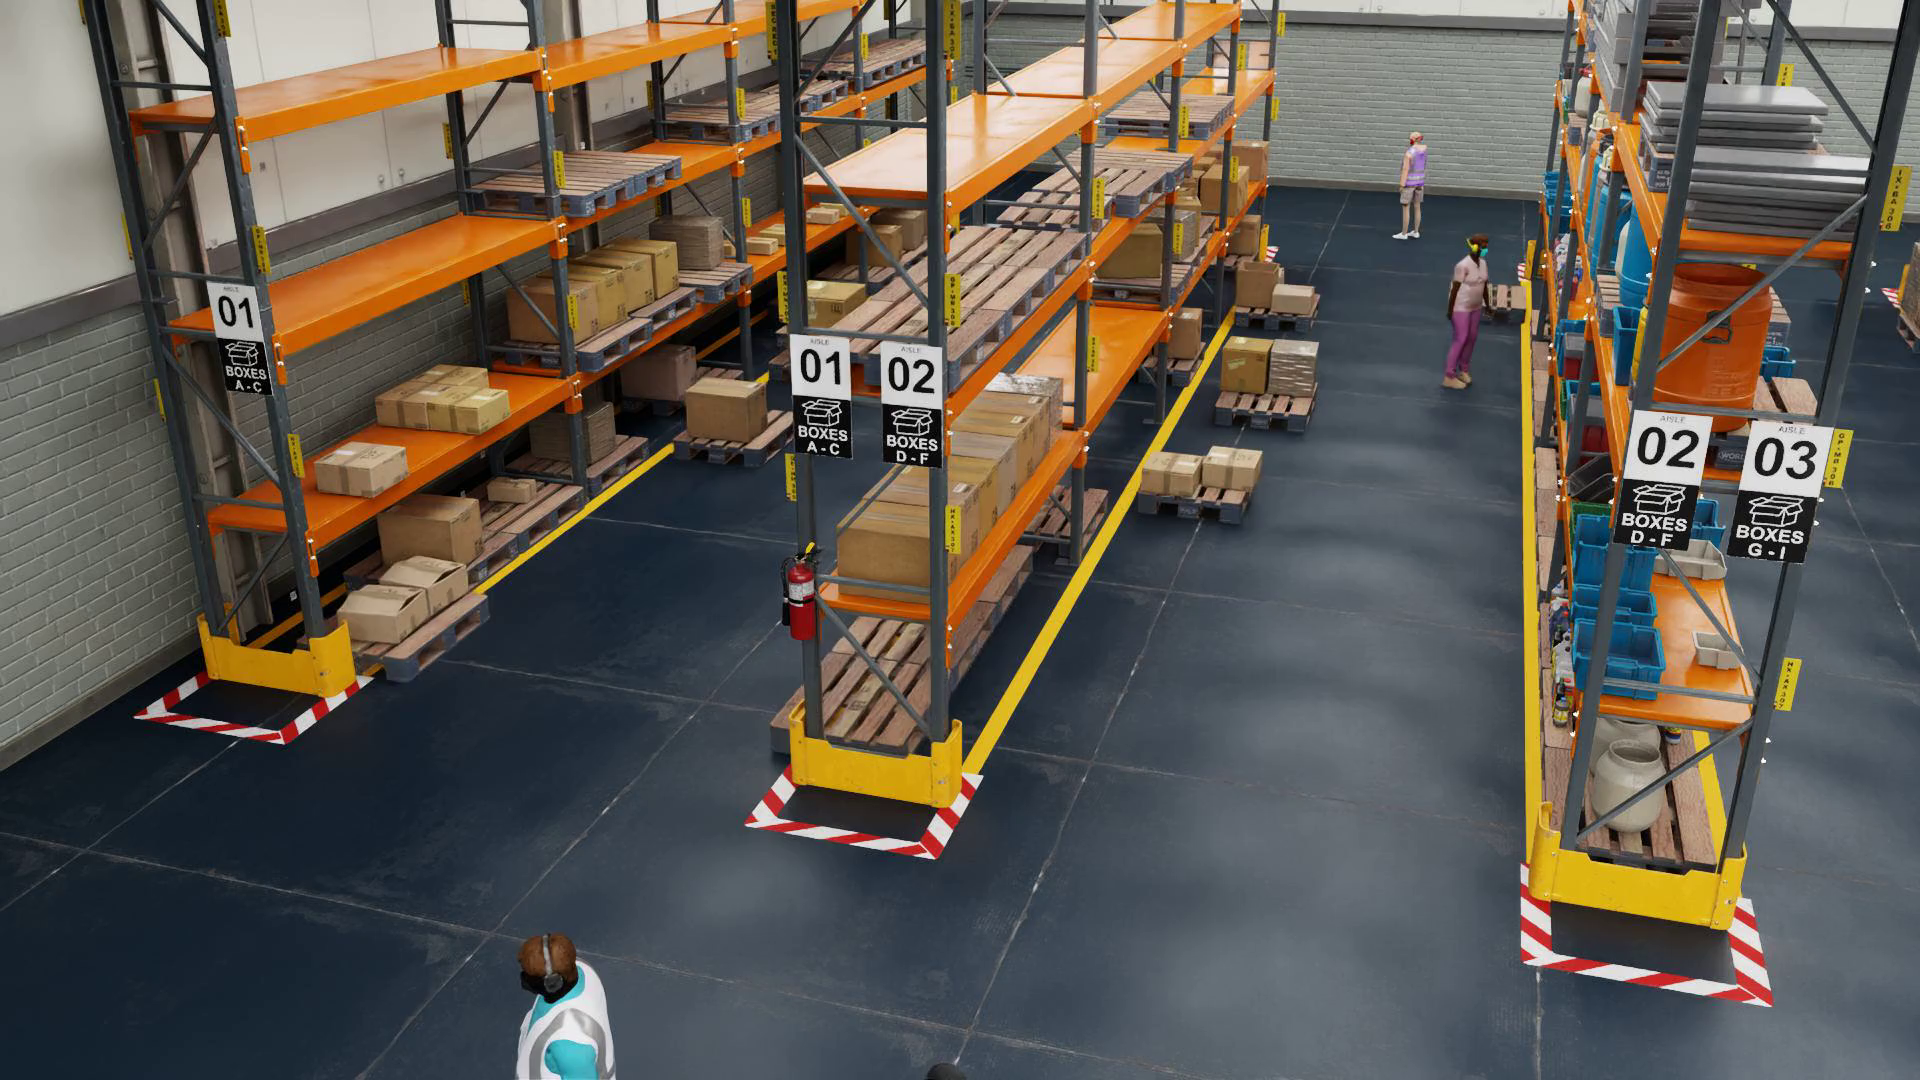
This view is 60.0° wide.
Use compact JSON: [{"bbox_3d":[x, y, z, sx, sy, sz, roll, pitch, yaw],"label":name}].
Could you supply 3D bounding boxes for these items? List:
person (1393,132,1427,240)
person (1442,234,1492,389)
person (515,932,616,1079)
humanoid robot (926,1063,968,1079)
[{"bbox_3d":[7.179,-5.621,26.417,0.489,1.688,0.351,-14,27,-29],"label":"person"},{"bbox_3d":[5.926,-2.690,19.499,0.608,1.777,0.428,-16,28,-33],"label":"person"},{"bbox_3d":[-1.727,2.512,7.366,0.429,1.839,0.632,-5,24,-12],"label":"person"},{"bbox_3d":[-0.149,2.804,6.902,0.470,1.647,0.605,21,31,40],"label":"humanoid robot"}]
